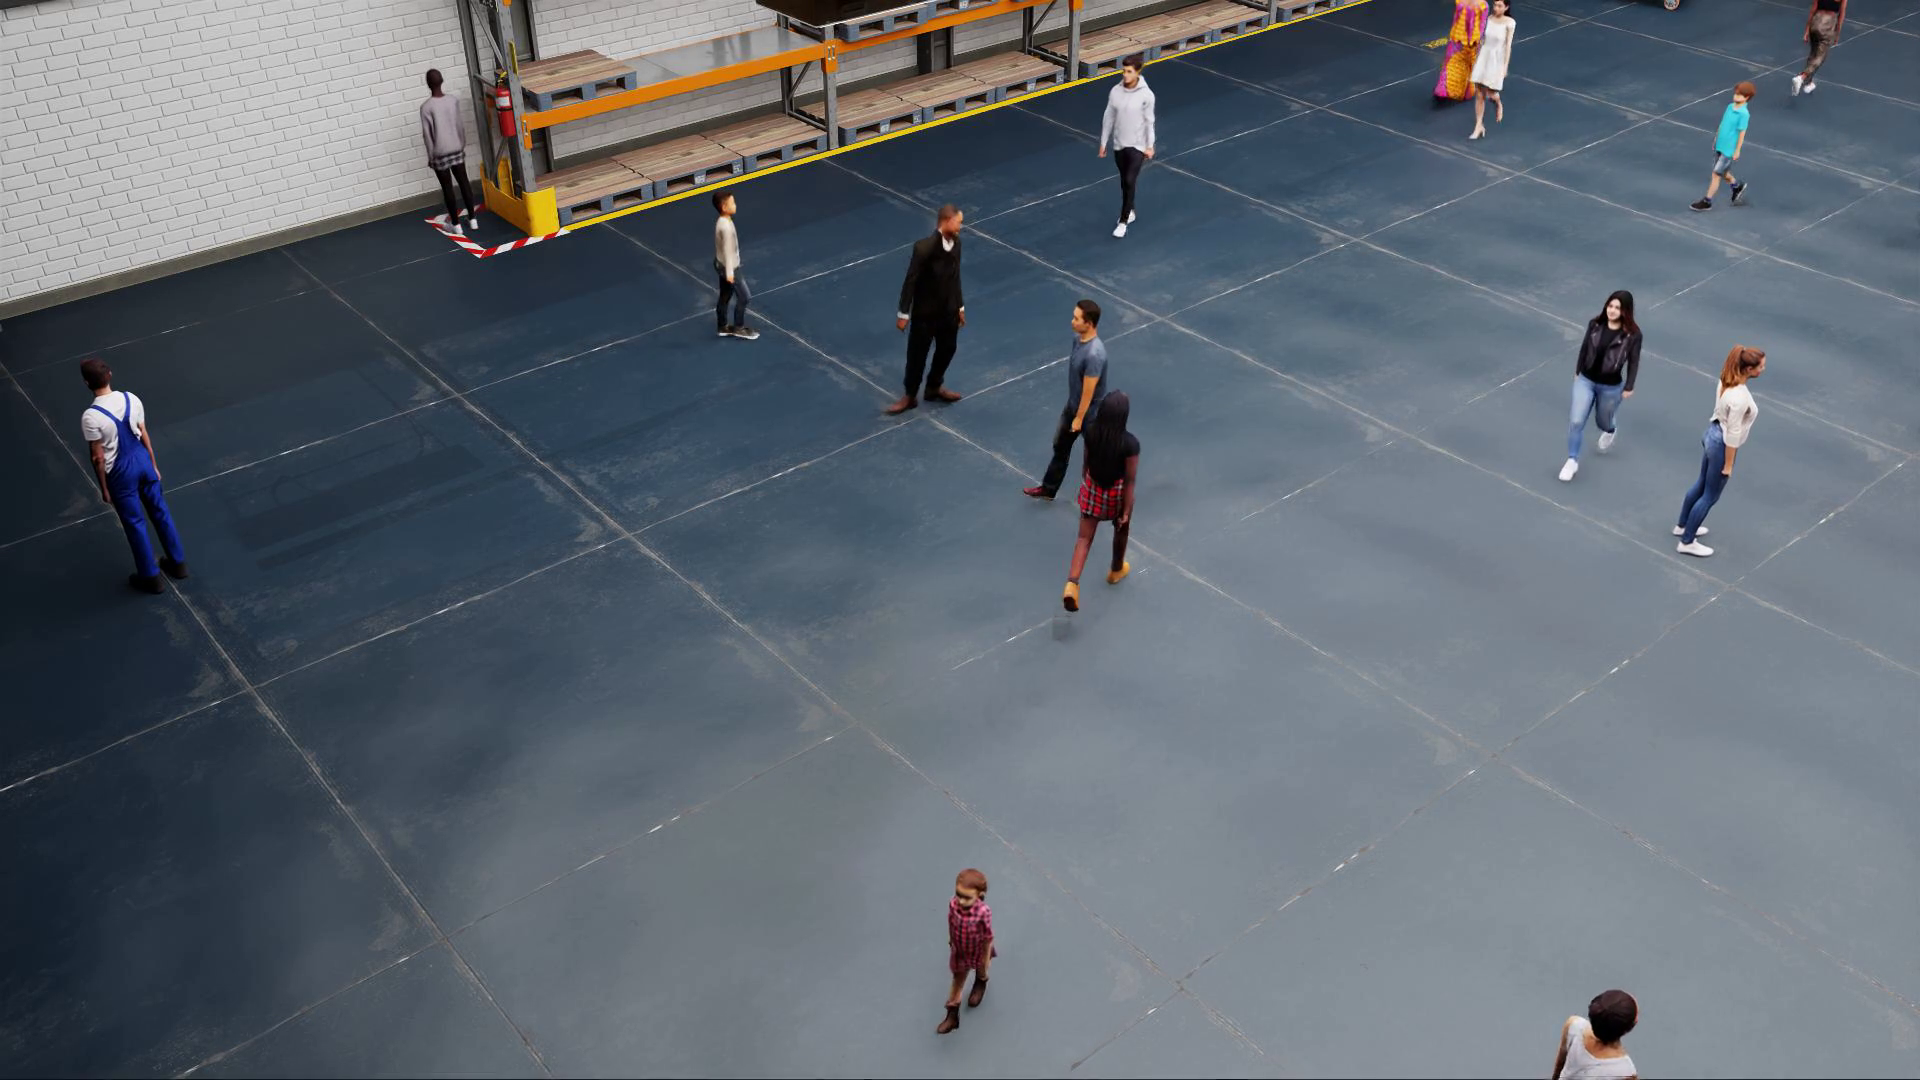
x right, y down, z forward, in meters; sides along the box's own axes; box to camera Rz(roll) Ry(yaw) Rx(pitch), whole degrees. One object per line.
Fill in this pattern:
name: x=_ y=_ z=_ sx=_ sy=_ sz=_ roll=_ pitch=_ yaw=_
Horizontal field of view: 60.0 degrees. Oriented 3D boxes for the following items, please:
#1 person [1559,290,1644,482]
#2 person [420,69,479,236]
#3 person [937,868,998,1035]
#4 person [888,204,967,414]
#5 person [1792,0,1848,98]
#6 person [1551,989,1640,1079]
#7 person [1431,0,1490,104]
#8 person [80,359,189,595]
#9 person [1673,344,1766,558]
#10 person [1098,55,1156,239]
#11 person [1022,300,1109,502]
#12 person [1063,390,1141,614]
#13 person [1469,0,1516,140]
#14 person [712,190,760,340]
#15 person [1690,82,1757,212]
person: x=5.237 y=-1.288 z=13.534 sx=0.758 sy=1.612 sz=1.033 roll=24 pitch=41 yaw=32
person: x=-5.443 y=-4.128 z=17.665 sx=0.695 sy=1.771 sz=0.488 roll=28 pitch=43 yaw=35
person: x=0.086 y=2.136 z=8.935 sx=0.608 sy=1.002 sz=0.768 roll=14 pitch=36 yaw=20
person: x=-0.299 y=-1.981 z=14.336 sx=0.533 sy=1.880 sz=0.950 roll=-16 pitch=37 yaw=-23
person: x=11.004 y=-6.479 z=21.290 sx=1.043 sy=1.672 sz=0.585 roll=-28 pitch=43 yaw=-35
person: x=2.785 y=2.660 z=7.615 sx=0.954 sy=1.590 sz=0.694 roll=-16 pitch=37 yaw=-22
person: x=6.385 y=-6.357 z=21.104 sx=0.777 sy=1.675 sz=1.154 roll=25 pitch=41 yaw=32
person: x=-6.040 y=-0.476 z=12.101 sx=0.746 sy=1.848 sz=0.614 roll=18 pitch=38 yaw=25
person: x=5.722 y=-0.686 z=12.531 sx=0.738 sy=1.720 sz=0.653 roll=7 pitch=34 yaw=10
person: x=1.849 y=-4.239 z=17.715 sx=0.916 sy=1.899 sz=1.105 roll=18 pitch=38 yaw=25
person: x=1.078 y=-1.038 z=13.003 sx=1.097 sy=1.785 sz=0.916 roll=-10 pitch=35 yaw=-15
person: x=1.013 y=-0.246 z=11.896 sx=0.945 sy=1.691 sz=1.237 roll=15 pitch=36 yaw=21
person: x=6.468 y=-5.707 z=20.049 sx=0.846 sy=1.761 sz=0.650 roll=-20 pitch=39 yaw=-28
person: x=-2.242 y=-2.557 z=15.587 sx=0.740 sy=1.454 sz=0.695 roll=-7 pitch=34 yaw=-10
person: x=8.498 y=-4.332 z=18.275 sx=0.950 sy=1.435 sz=0.822 roll=-4 pitch=34 yaw=-5
